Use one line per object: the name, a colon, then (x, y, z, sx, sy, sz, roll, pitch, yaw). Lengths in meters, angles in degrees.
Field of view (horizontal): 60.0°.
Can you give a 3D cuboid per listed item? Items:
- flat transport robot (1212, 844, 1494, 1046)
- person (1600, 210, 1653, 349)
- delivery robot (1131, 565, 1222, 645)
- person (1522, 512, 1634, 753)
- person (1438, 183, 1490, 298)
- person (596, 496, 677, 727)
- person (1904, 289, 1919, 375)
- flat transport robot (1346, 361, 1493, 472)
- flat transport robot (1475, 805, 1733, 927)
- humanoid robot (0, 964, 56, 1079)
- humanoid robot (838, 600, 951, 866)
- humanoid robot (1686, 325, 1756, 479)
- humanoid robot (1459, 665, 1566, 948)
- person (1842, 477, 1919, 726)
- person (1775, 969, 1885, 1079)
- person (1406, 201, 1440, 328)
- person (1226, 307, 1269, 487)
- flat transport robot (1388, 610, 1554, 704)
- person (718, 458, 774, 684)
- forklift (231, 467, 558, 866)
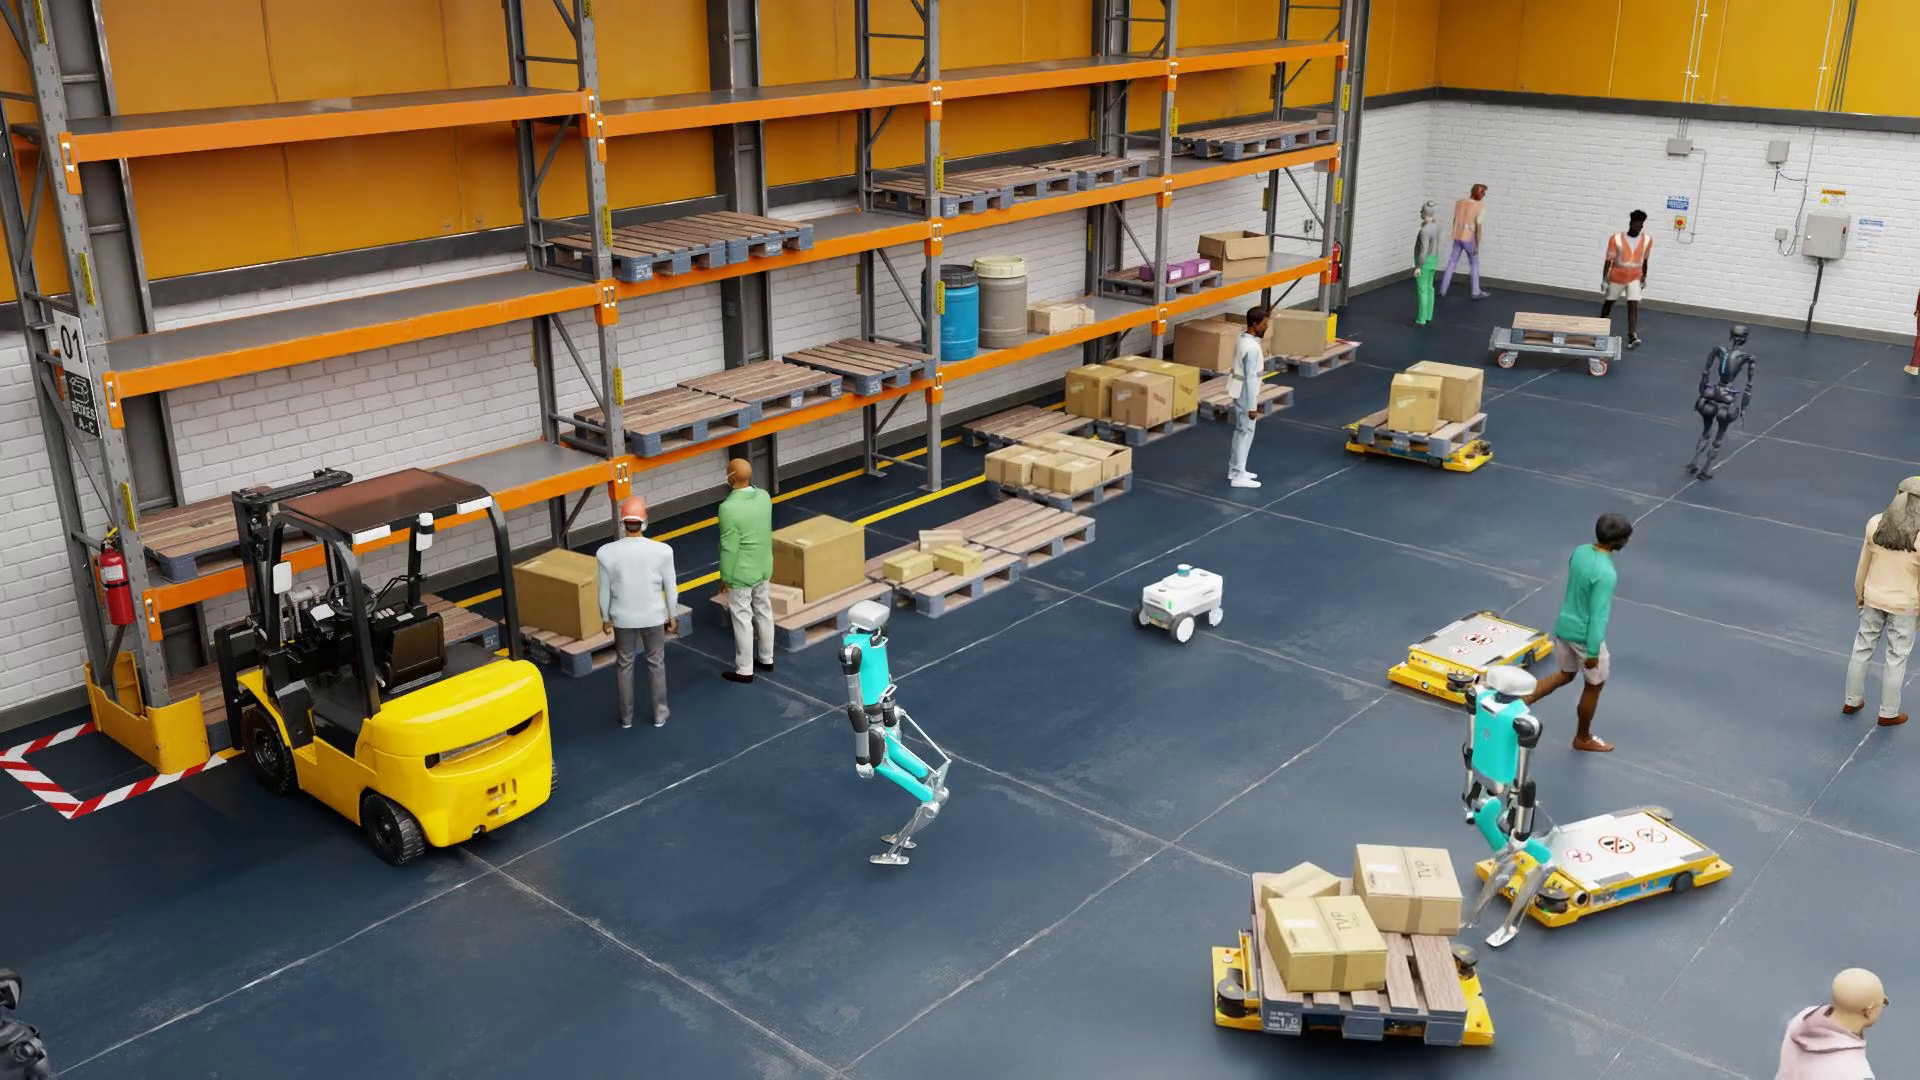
flat transport robot: (2.098, 2.419, 8.996, 1.431, 0.231, 0.659, 2, 20, 6)
person: (9.234, -3.632, 23.055, 0.646, 1.882, 1.113, 2, 20, 7)
delivery robot: (1.837, 0.490, 13.777, 0.756, 0.571, 0.499, -17, 26, -39)
person: (4.257, 0.660, 11.529, 0.752, 1.824, 0.534, -2, 20, -7)
person: (7.909, -4.651, 25.968, 0.750, 1.830, 0.582, -14, 25, -34)
person: (-2.323, 0.522, 12.011, 0.568, 1.741, 0.350, -3, 21, -9)
person: (12.627, -3.007, 21.532, 0.476, 1.768, 0.370, 3, 20, 8)
flat transport robot: (5.069, -1.032, 18.347, 1.431, 0.231, 0.659, 15, 25, 35)
flat transport robot: (3.948, 1.982, 10.181, 1.431, 0.231, 0.659, -9, 22, -22)
humanoid robot: (-3.896, 2.491, 6.840, 0.611, 1.639, 0.767, 8, 22, 21)
humanoid robot: (-0.334, 1.189, 10.016, 0.735, 1.677, 0.533, 7, 21, 18)
humanoid robot: (7.971, -1.449, 17.444, 0.363, 1.640, 0.594, -15, 25, -36)
humanoid robot: (3.158, 1.526, 9.355, 0.691, 1.836, 0.530, -8, 22, -21)
person: (6.741, 0.445, 12.030, 0.413, 1.877, 0.549, -14, 24, -33)
person: (3.450, 2.504, 6.684, 0.823, 1.756, 0.551, 8, 22, 20)
person: (6.754, -4.015, 24.154, 0.335, 1.845, 0.514, 15, 25, 35)
person: (2.962, -1.479, 17.203, 0.408, 1.906, 0.596, 0, 20, -1)
flat transport robot: (4.040, 0.908, 13.092, 1.431, 0.231, 0.659, -19, 27, -41)
person: (-1.640, 0.230, 12.742, 0.383, 1.784, 0.535, 14, 24, 33)
forklift: (-3.730, 0.710, 10.856, 2.313, 2.155, 1.214, 17, 26, 38)
